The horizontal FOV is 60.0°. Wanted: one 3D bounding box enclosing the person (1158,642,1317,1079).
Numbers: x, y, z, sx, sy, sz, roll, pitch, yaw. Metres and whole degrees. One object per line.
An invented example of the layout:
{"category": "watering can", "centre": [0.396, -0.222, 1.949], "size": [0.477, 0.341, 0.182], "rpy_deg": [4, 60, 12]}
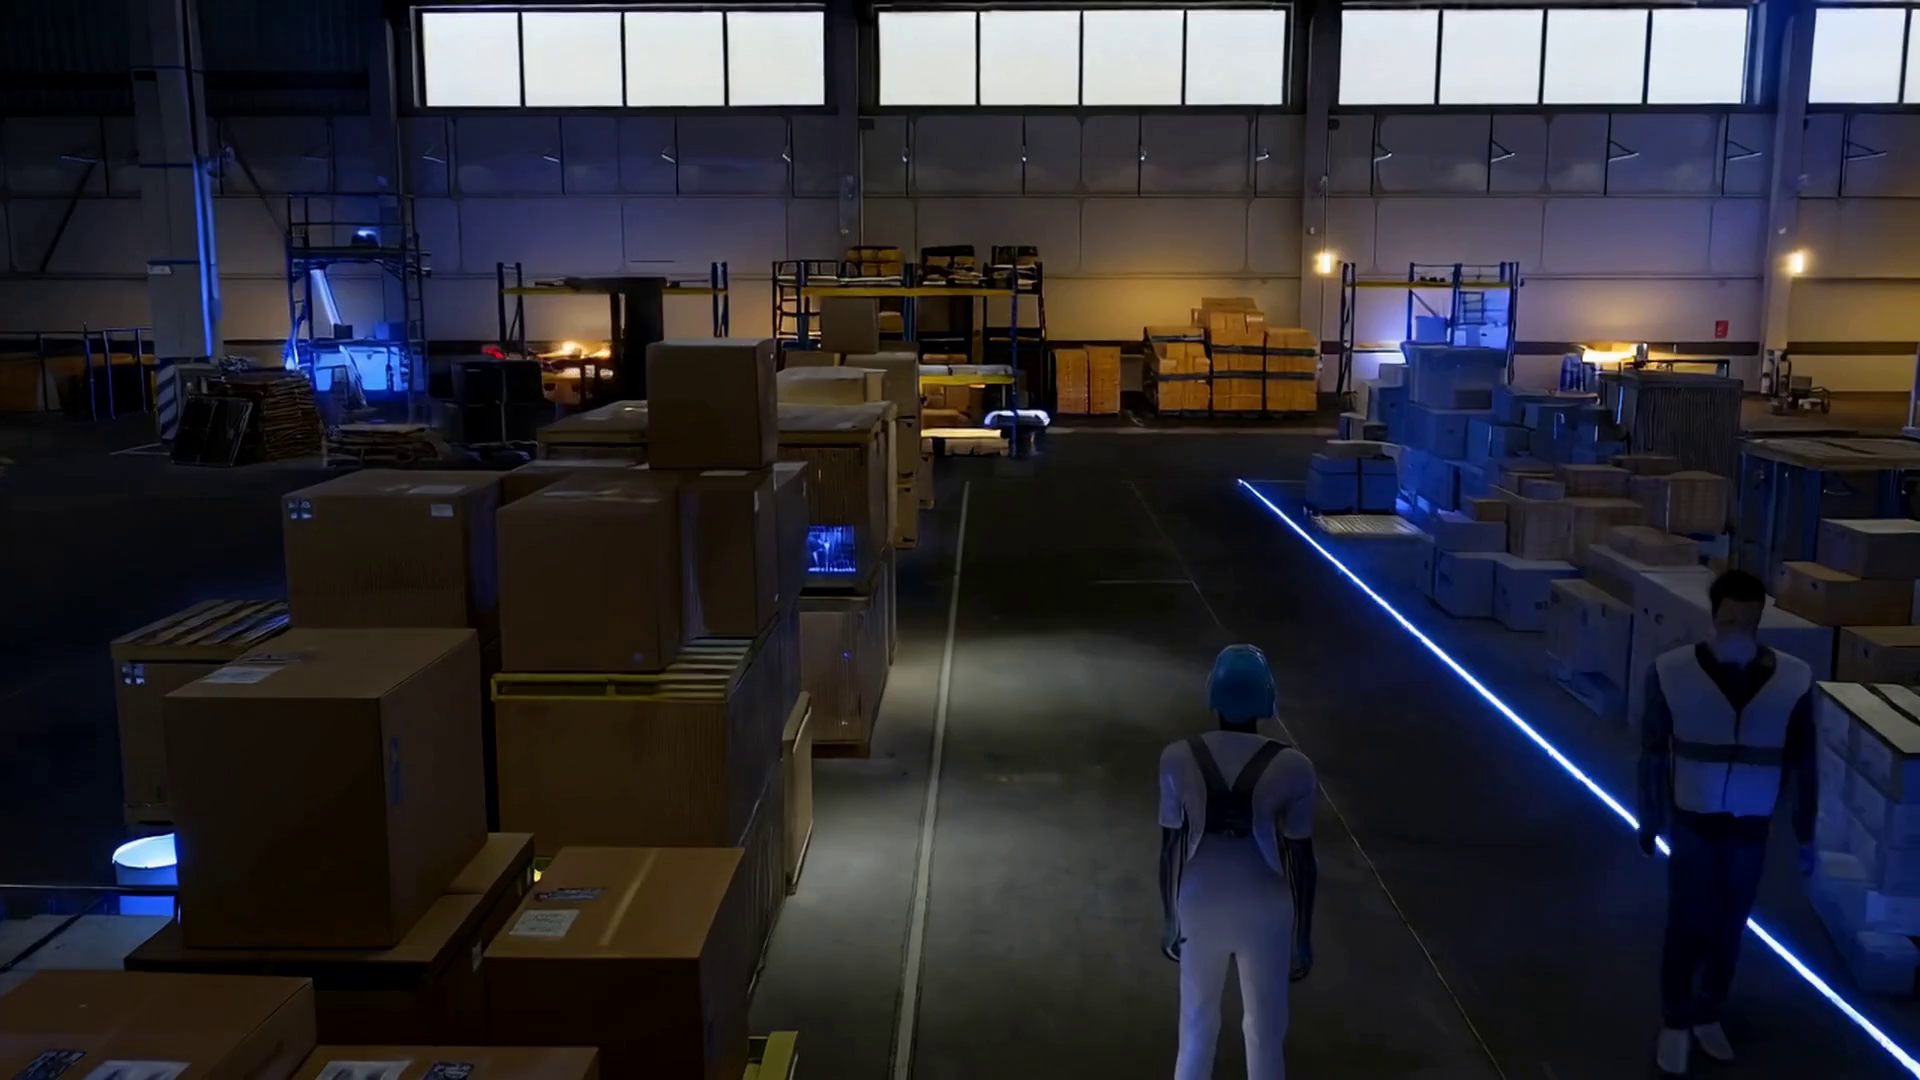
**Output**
{"category": "person", "centre": [0.884, 1.234, 5.341], "size": [0.506, 1.846, 0.345], "rpy_deg": [3, 10, 18]}

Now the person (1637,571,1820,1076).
{"category": "person", "centre": [2.875, 1.064, 6.205], "size": [0.605, 1.900, 0.637], "rpy_deg": [1, 10, 7]}

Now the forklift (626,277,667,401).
{"category": "forklift", "centre": [-4.452, -2.356, 23.746], "size": [1.873, 2.768, 1.129], "rpy_deg": [-4, 10, -25]}
